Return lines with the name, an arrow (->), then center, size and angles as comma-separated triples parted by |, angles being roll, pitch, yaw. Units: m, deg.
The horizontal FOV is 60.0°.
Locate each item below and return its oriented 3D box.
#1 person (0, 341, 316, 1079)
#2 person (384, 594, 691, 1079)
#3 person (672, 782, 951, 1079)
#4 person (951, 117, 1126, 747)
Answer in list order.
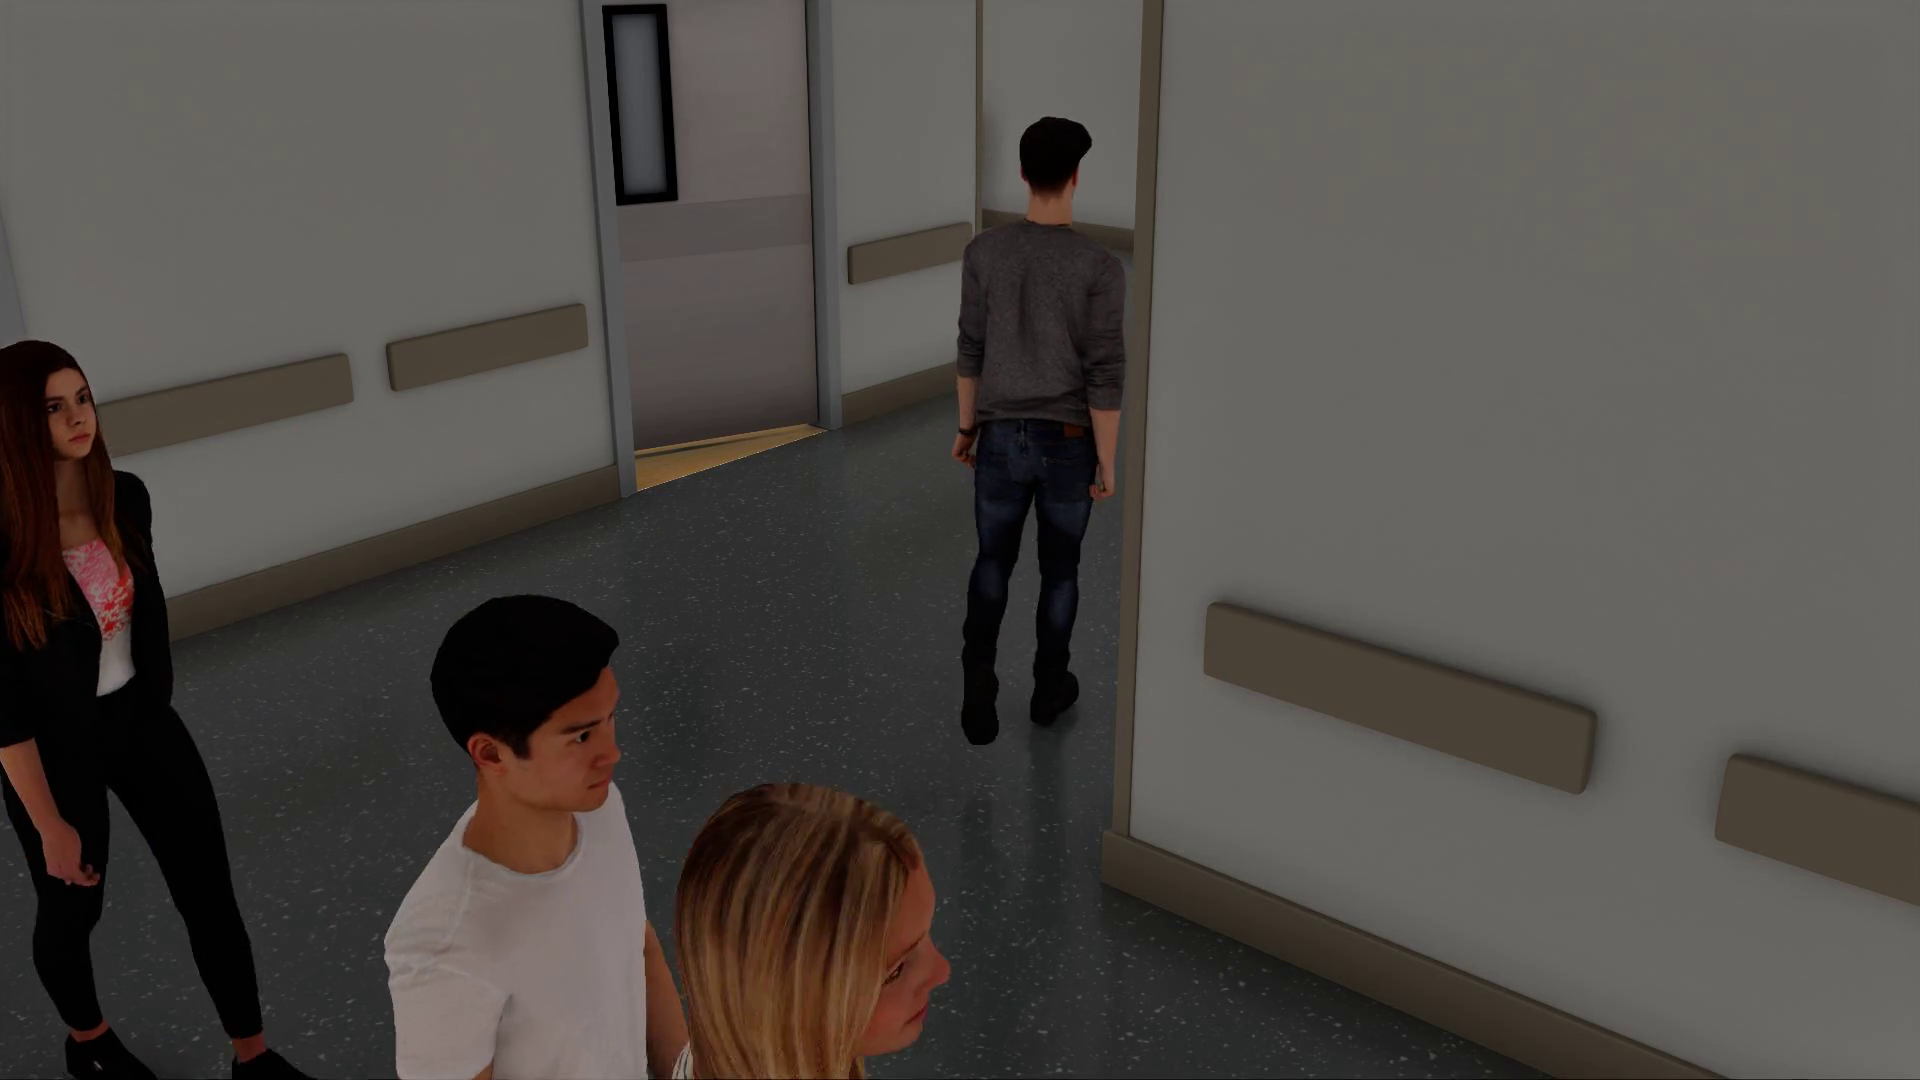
person -> -1.834, 0.430, 3.395 | 0.752, 1.685, 0.885 | 12, 24, 29
person -> -0.632, 0.859, 2.235 | 0.816, 1.704, 0.742 | 2, 21, 6
person -> -0.285, 1.042, 1.611 | 0.951, 1.804, 0.901 | -1, 21, -2
person -> 0.194, -0.262, 4.929 | 0.908, 1.891, 1.084 | 8, 22, 19
